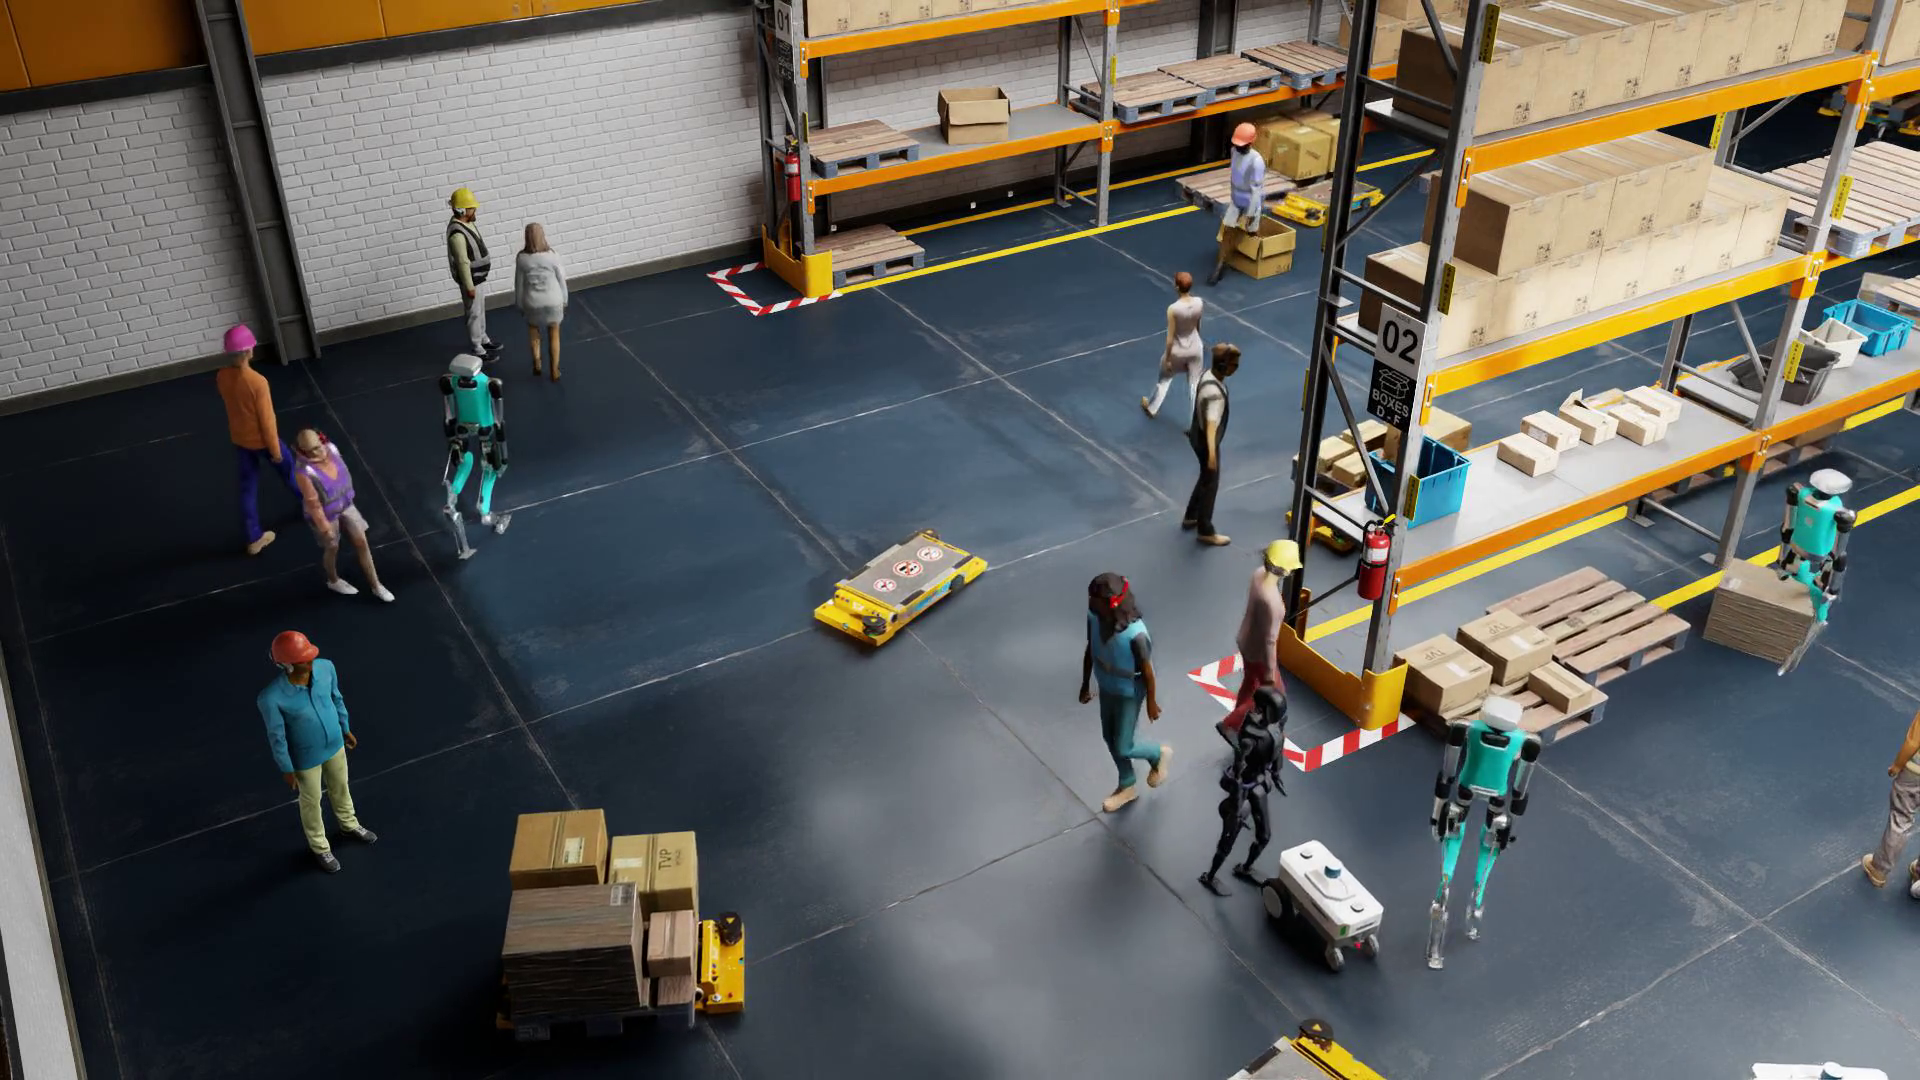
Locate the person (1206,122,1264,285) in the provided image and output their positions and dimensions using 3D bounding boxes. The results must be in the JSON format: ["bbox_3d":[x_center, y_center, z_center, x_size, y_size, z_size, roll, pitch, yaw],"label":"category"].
[{"bbox_3d":[3.217,-3.831,18.694,0.951,1.871,0.590,-19,37,-28],"label":"person"}]

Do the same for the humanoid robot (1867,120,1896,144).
[{"bbox_3d":[10.479,-4.053,19.221,0.335,1.643,0.612,-2,32,-3],"label":"humanoid robot"}]

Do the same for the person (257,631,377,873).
[{"bbox_3d":[-4.099,1.312,10.589,0.320,1.755,0.571,17,36,25],"label":"person"}]

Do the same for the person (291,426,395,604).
[{"bbox_3d":[-4.887,-0.192,13.089,0.743,1.645,0.537,17,36,26],"label":"person"}]

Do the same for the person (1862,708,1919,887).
[{"bbox_3d":[6.074,1.432,10.379,0.481,1.776,0.321,8,33,12],"label":"person"}]

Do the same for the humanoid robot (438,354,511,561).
[{"bbox_3d":[-4.038,-0.593,13.690,0.540,1.766,1.023,4,32,6],"label":"humanoid robot"}]

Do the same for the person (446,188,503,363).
[{"bbox_3d":[-4.962,-2.695,16.923,0.403,1.824,0.589,-4,32,-6],"label":"person"}]

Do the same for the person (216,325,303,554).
[{"bbox_3d":[-5.853,-0.911,13.972,0.530,1.925,1.008,10,34,16],"label":"person"}]

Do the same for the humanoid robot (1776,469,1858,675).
[{"bbox_3d":[6.426,0.221,12.378,0.824,1.790,0.536,-16,35,-23],"label":"humanoid robot"}]

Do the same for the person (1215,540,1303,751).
[{"bbox_3d":[2.079,0.747,11.499,0.435,1.739,0.559,-1,32,-1],"label":"person"}]

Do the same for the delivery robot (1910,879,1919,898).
[{"bbox_3d":[6.467,2.096,10.476,0.784,0.599,0.499,-8,33,-13],"label":"delivery robot"}]

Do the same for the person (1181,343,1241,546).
[{"bbox_3d":[2.122,-0.801,13.902,0.424,1.827,0.537,4,32,7],"label":"person"}]

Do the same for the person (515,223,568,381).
[{"bbox_3d":[-4.147,-2.363,16.548,0.501,1.650,0.381,-5,32,-8],"label":"person"}]

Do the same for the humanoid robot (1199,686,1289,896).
[{"bbox_3d":[1.777,1.531,10.332,0.433,1.636,0.589,23,39,32],"label":"humanoid robot"}]

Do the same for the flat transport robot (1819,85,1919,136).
[{"bbox_3d":[13.164,-6.092,23.799,0.659,0.231,1.431,-26,40,-35],"label":"flat transport robot"}]

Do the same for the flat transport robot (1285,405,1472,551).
[{"bbox_3d":[3.597,-0.331,14.612,1.431,0.231,0.659,-22,38,-31],"label":"flat transport robot"}]

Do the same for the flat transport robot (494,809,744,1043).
[{"bbox_3d":[-2.019,2.579,9.971,1.431,0.231,0.659,-3,32,-5],"label":"flat transport robot"}]

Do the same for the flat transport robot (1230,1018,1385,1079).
[{"bbox_3d":[1.708,3.182,9.009,1.431,0.231,0.659,-25,40,-34],"label":"flat transport robot"}]

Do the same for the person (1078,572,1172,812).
[{"bbox_3d":[1.099,0.981,11.040,0.586,1.831,0.541,-24,39,-33],"label":"person"}]

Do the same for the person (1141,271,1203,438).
[{"bbox_3d":[2.071,-1.775,15.646,0.451,1.604,0.906,-13,34,-19],"label":"person"}]

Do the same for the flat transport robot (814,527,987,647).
[{"bbox_3d":[-0.465,0.361,13.508,0.659,0.231,1.431,22,38,31],"label":"flat transport robot"}]

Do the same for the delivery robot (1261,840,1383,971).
[{"bbox_3d":[2.271,2.214,10.279,0.499,0.589,0.790,-14,35,-21],"label":"delivery robot"}]

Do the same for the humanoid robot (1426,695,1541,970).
[{"bbox_3d":[3.023,1.820,9.821,0.532,1.777,0.788,10,34,16],"label":"humanoid robot"}]

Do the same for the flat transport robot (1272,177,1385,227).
[{"bbox_3d":[4.645,-4.264,20.884,1.431,0.231,0.659,-24,39,-33],"label":"flat transport robot"}]

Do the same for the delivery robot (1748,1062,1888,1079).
[{"bbox_3d":[4.637,3.050,8.946,0.782,0.589,0.499,2,32,3],"label":"delivery robot"}]
